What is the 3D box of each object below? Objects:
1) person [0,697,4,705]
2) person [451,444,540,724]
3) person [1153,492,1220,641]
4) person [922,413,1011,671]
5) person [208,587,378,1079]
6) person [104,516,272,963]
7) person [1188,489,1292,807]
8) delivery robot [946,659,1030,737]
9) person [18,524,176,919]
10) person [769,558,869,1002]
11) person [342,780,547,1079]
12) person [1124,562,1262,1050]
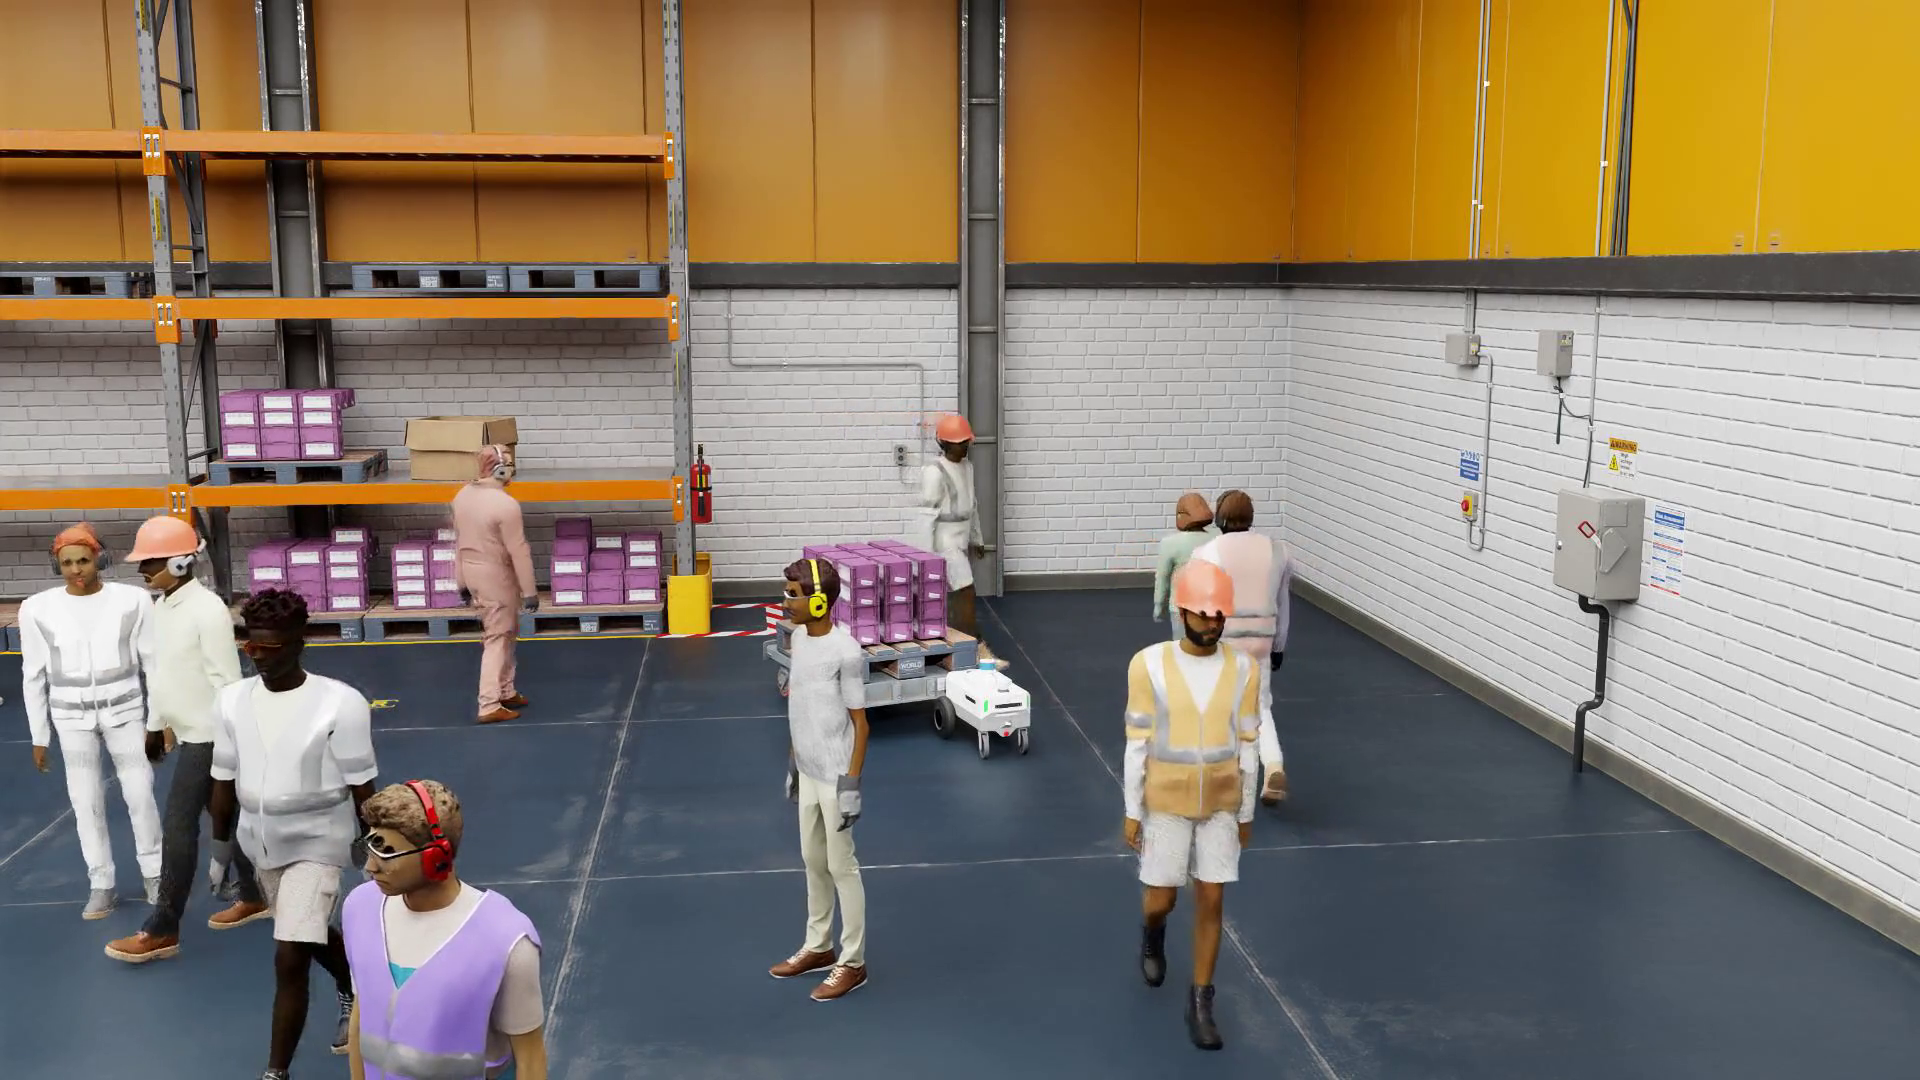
[{"bbox_3d":[-6.958,0.260,11.607,0.327,1.843,0.516,-6,11,-35],"label":"person"},{"bbox_3d":[-3.071,0.288,11.306,0.668,1.883,0.664,8,12,42],"label":"person"},{"bbox_3d":[1.566,0.479,11.055,0.493,1.593,0.836,-3,9,-15],"label":"person"},{"bbox_3d":[-0.116,0.002,12.810,1.046,1.986,0.674,4,10,23],"label":"person"},{"bbox_3d":[-2.446,1.106,6.129,0.608,1.919,1.032,2,9,15],"label":"person"},{"bbox_3d":[-3.522,0.870,7.441,0.927,1.952,0.652,-8,12,-43],"label":"person"},{"bbox_3d":[1.598,0.623,9.436,0.635,1.820,0.721,-2,9,-11],"label":"person"},{"bbox_3d":[0.176,1.007,10.664,0.477,0.478,0.707,-3,10,-21],"label":"delivery robot"},{"bbox_3d":[-4.060,0.855,7.880,0.640,1.864,0.393,-4,10,-25],"label":"person"},{"bbox_3d":[-0.580,0.993,6.977,0.327,1.865,0.514,-7,11,-36],"label":"person"},{"bbox_3d":[-1.256,1.467,4.091,0.563,1.840,0.397,4,10,24],"label":"person"},{"bbox_3d":[0.914,1.015,6.642,0.561,1.925,0.599,-1,9,-5],"label":"person"}]
